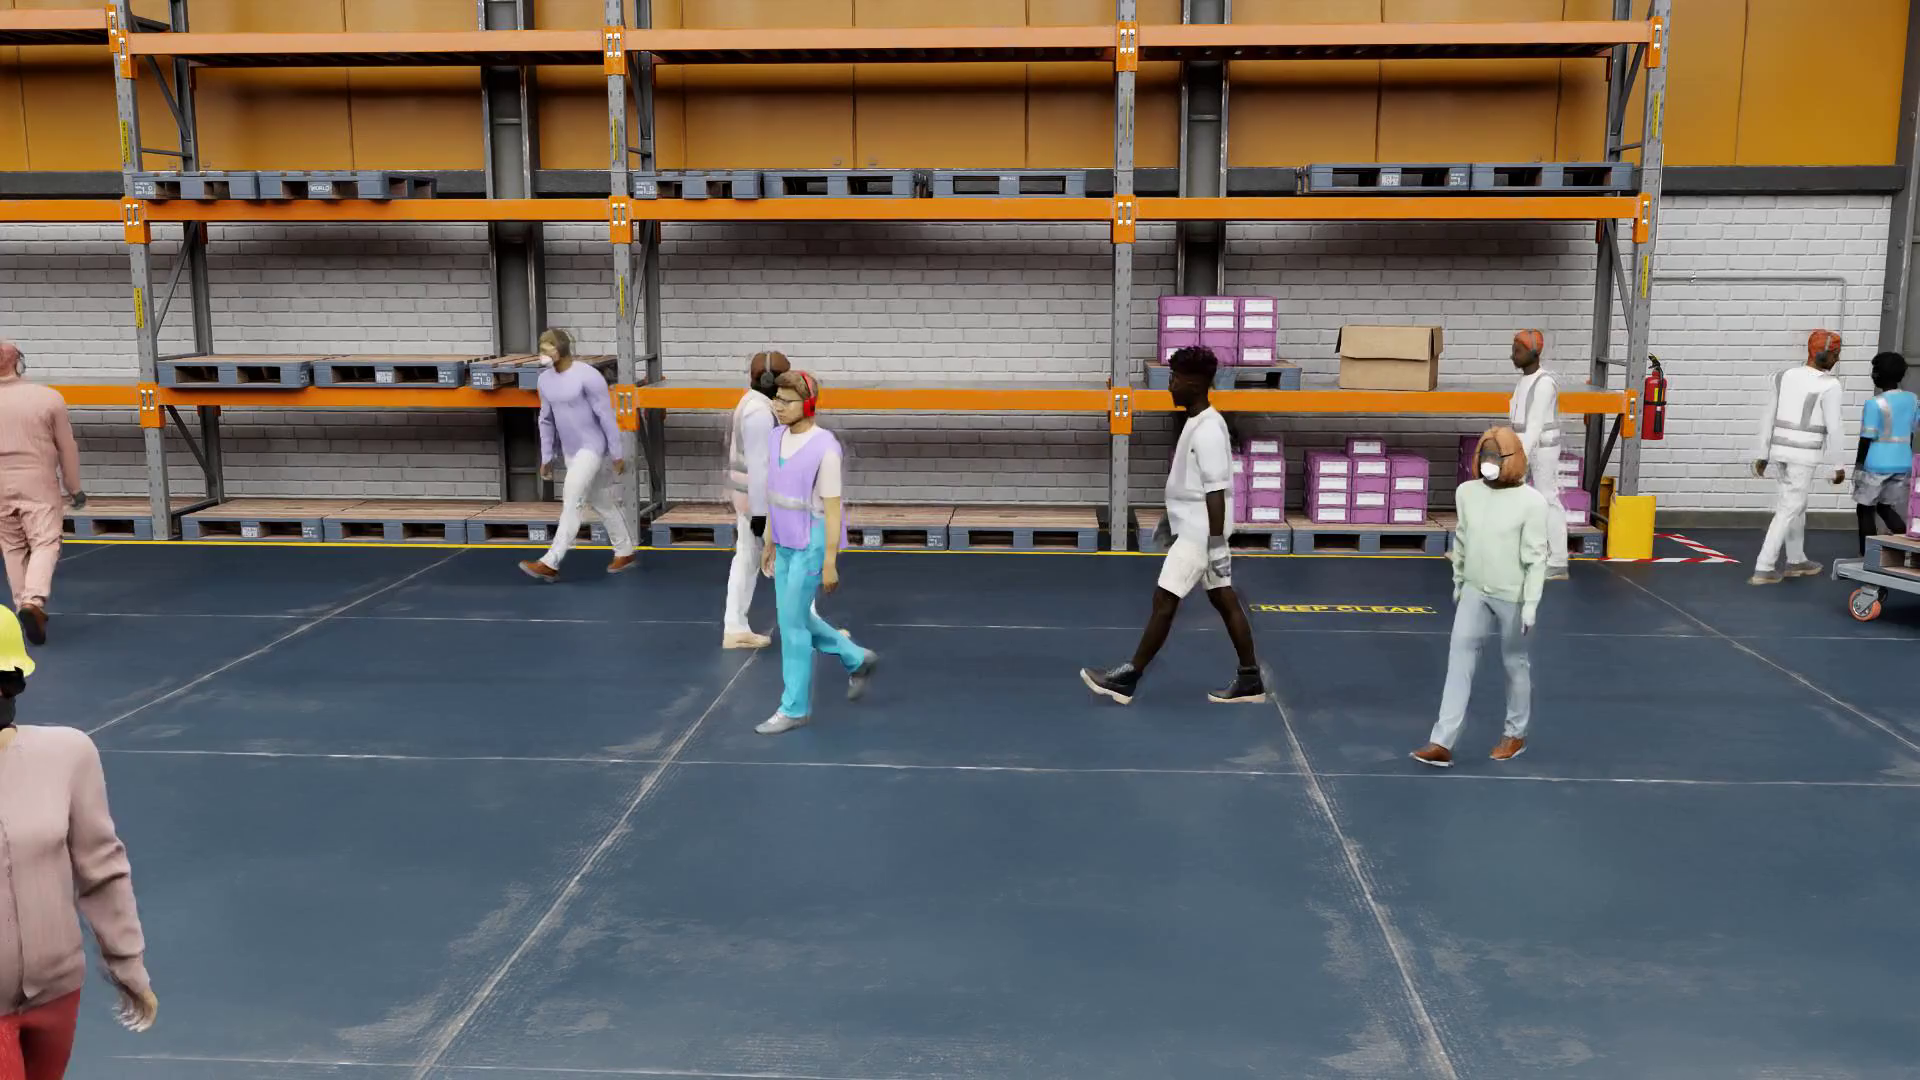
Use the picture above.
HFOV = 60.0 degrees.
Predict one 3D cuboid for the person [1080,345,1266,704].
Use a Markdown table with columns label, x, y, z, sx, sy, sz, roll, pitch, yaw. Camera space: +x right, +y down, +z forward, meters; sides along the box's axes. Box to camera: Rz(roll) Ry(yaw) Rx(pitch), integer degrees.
| label | x | y | z | sx | sy | sz | roll | pitch | yaw |
| --- | --- | --- | --- | --- | --- | --- | --- | --- | --- |
| person | 1.176 | -0.066 | 8.785 | 1.005 | 1.909 | 0.612 | 2 | 10 | 10 |

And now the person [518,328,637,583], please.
| label | x | y | z | sx | sy | sz | roll | pitch | yaw |
| --- | --- | --- | --- | --- | --- | --- | --- | --- | --- |
| person | -2.823 | -0.626 | 12.233 | 0.637 | 1.853 | 1.053 | 9 | 13 | 41 |

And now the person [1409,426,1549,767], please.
| label | x | y | z | sx | sy | sz | roll | pitch | yaw |
| --- | --- | --- | --- | --- | --- | --- | --- | --- | --- |
| person | 2.424 | 0.280 | 7.668 | 0.816 | 1.589 | 0.524 | -8 | 13 | -41 |

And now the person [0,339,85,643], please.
| label | x | y | z | sx | sy | sz | roll | pitch | yaw |
| --- | --- | --- | --- | --- | --- | --- | --- | --- | --- |
| person | -5.863 | -0.311 | 10.355 | 0.652 | 1.878 | 0.874 | -2 | 10 | -14 |

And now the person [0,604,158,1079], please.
| label | x | y | z | sx | sy | sz | roll | pitch | yaw |
| --- | --- | --- | --- | --- | --- | --- | --- | --- | --- |
| person | -2.024 | 0.939 | 3.472 | 0.888 | 1.727 | 0.532 | 5 | 11 | 28 |

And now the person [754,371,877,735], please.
| label | x | y | z | sx | sy | sz | roll | pitch | yaw |
| --- | --- | --- | --- | --- | --- | --- | --- | --- | --- |
| person | -0.743 | 0.044 | 8.428 | 0.715 | 1.822 | 0.581 | -6 | 12 | -33 |

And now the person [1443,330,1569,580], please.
| label | x | y | z | sx | sy | sz | roll | pitch | yaw |
| --- | --- | --- | --- | --- | --- | --- | --- | --- | --- |
| person | 4.066 | -0.604 | 12.164 | 0.962 | 1.837 | 0.575 | -1 | 10 | -3 |

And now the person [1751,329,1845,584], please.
| label | x | y | z | sx | sy | sz | roll | pitch | yaw |
| --- | --- | --- | --- | --- | --- | --- | --- | --- | --- |
| person | 6.151 | -0.590 | 12.020 | 0.822 | 1.857 | 0.606 | -3 | 10 | -17 |

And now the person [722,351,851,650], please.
| label | x | y | z | sx | sy | sz | roll | pitch | yaw |
| --- | --- | --- | --- | --- | --- | --- | --- | --- | --- |
| person | -1.056 | -0.228 | 10.032 | 0.865 | 1.806 | 0.654 | -2 | 10 | -11 |

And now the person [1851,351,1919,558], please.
| label | x | y | z | sx | sy | sz | roll | pitch | yaw |
| --- | --- | --- | --- | --- | --- | --- | --- | --- | --- |
| person | 6.781 | -0.540 | 12.214 | 0.556 | 1.684 | 0.413 | -4 | 11 | -23 |
